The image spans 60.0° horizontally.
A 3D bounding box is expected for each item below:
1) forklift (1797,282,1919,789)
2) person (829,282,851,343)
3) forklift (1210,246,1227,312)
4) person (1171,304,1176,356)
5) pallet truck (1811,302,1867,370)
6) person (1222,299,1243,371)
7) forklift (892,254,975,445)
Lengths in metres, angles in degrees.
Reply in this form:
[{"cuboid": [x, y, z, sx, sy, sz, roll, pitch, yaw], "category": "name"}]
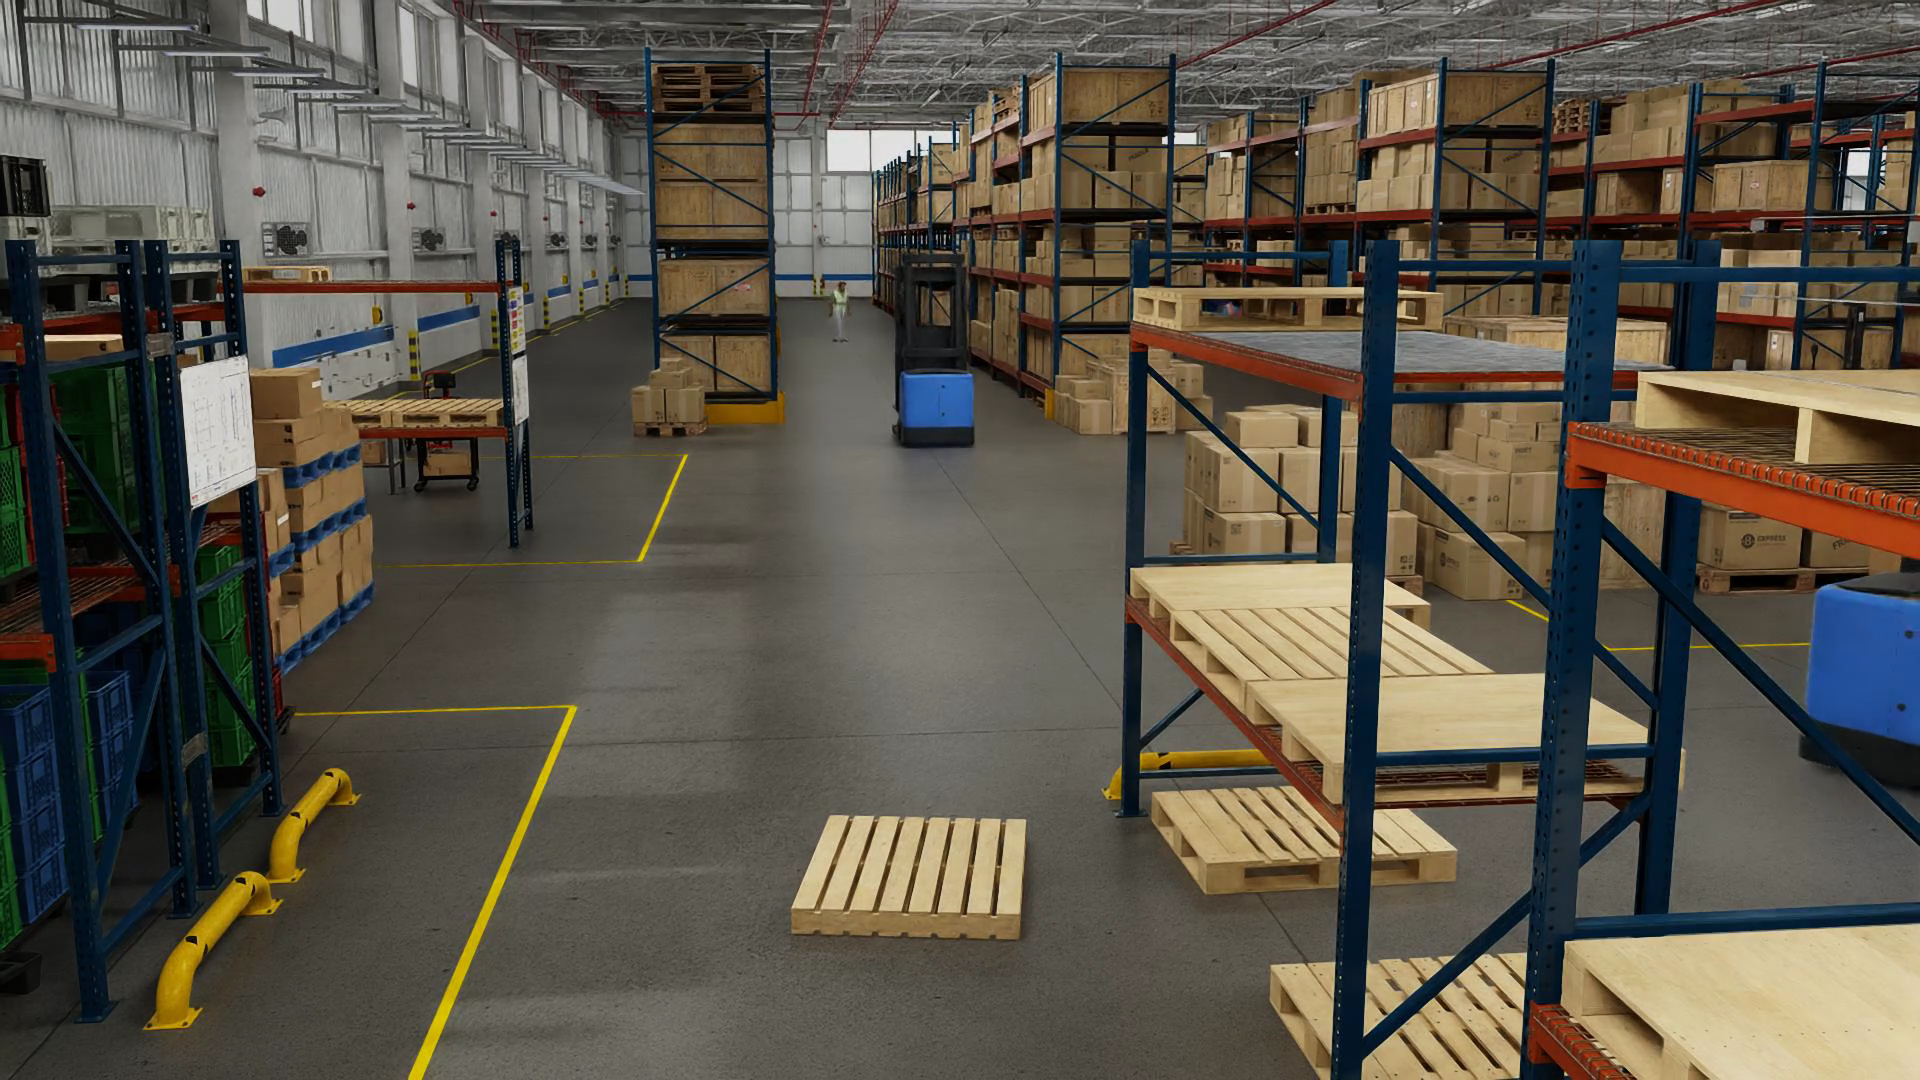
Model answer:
[{"cuboid": [5.856, -0.092, 9.442, 1.873, 2.768, 1.129, -7, 12, -34], "category": "forklift"}, {"cuboid": [-3.518, -6.768, 49.454, 0.935, 1.786, 0.560, 10, 14, 44], "category": "person"}, {"cuboid": [9.209, -8.987, 58.730, 1.129, 2.768, 1.873, -1, 10, -6], "category": "forklift"}, {"cuboid": [5.509, -5.607, 43.515, 0.533, 1.613, 0.702, 0, 10, 2], "category": "person"}, {"cuboid": [15.846, -3.142, 28.793, 1.885, 1.965, 0.823, 2, 10, 12], "category": "pallet truck"}, {"cuboid": [6.420, -4.886, 38.953, 0.620, 1.820, 0.735, 0, 10, -1], "category": "person"}, {"cuboid": [-0.400, -2.891, 24.951, 1.129, 2.768, 1.873, -1, 10, -6], "category": "forklift"}]
